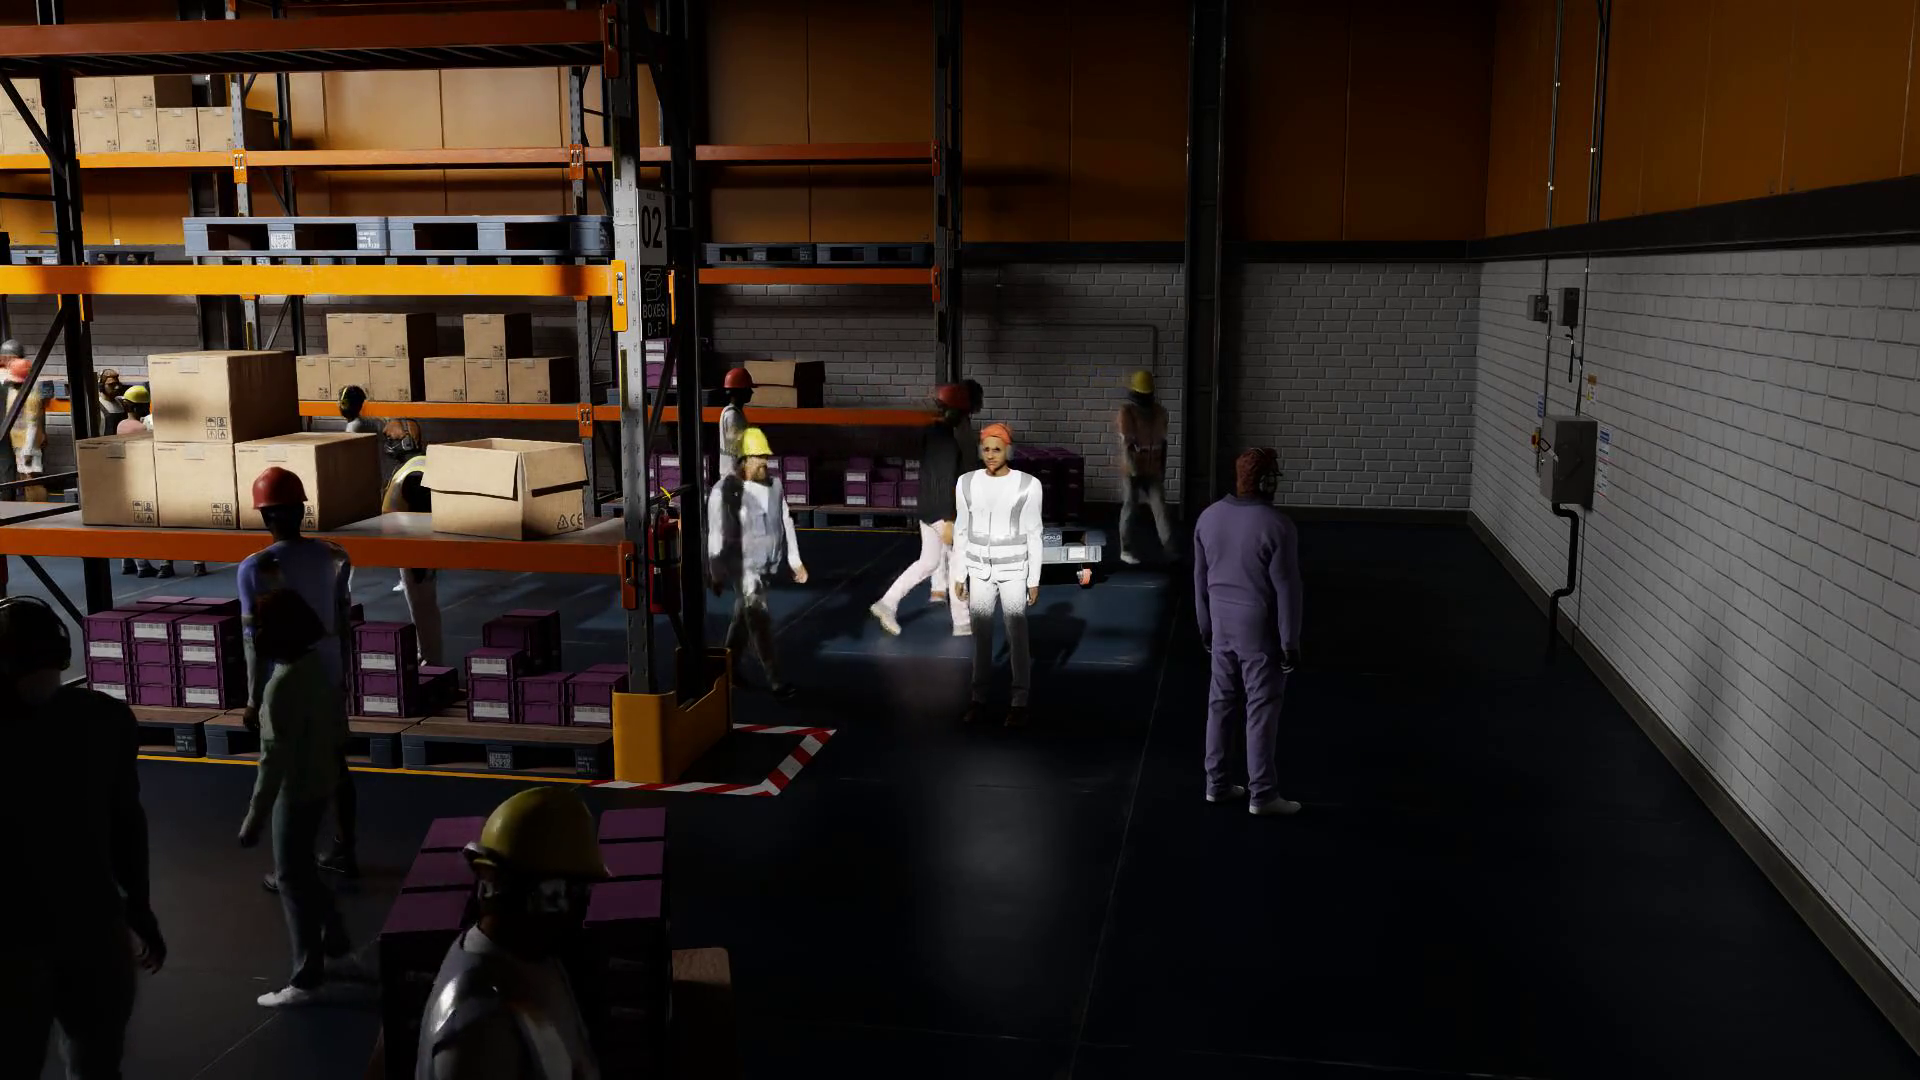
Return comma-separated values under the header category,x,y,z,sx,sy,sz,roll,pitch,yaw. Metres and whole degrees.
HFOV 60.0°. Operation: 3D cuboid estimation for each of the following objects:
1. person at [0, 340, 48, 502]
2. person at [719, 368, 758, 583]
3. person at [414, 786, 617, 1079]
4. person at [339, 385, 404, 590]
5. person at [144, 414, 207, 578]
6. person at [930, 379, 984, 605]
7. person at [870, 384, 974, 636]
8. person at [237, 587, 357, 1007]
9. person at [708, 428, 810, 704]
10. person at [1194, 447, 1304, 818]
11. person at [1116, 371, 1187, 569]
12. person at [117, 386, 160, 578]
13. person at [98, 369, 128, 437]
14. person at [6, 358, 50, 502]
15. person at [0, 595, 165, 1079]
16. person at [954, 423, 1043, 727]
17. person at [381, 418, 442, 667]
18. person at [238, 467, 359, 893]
category,x,y,z,sx,sy,sz,roll,pitch,yaw
person,-10.658,-1.256,18.880,0.689,2.000,0.538,1,9,5
person,-1.989,-0.583,15.020,0.359,1.939,0.543,-2,9,-12
person,-0.823,1.388,3.326,0.854,1.763,0.661,-2,9,-10
person,-5.176,-0.435,14.485,0.900,1.827,0.541,-1,9,-9
person,-7.159,-0.567,15.243,0.588,1.835,0.404,-3,10,-17
person,-0.007,-0.394,13.930,0.566,1.906,0.691,0,9,0
person,-0.232,-0.212,12.700,0.868,1.954,0.670,-3,10,-20
person,-2.536,0.978,6.313,0.329,1.620,0.523,-1,9,-4
person,-1.319,0.160,10.885,0.918,1.787,0.601,6,11,35
person,1.514,0.469,8.589,0.405,1.906,0.653,-8,12,-39
person,1.767,-0.642,15.594,0.590,1.865,0.989,-4,10,-25
person,-7.547,-0.539,15.317,0.523,1.759,0.351,7,11,37
person,-8.395,-0.772,16.476,0.327,1.844,0.514,3,9,15
person,-10.072,-1.016,17.917,0.660,1.884,0.368,8,12,42
person,-2.523,1.100,4.573,0.355,1.936,0.636,7,11,35
person,0.234,0.214,10.264,0.577,1.880,0.351,4,10,21
person,-3.663,0.095,11.146,0.428,1.836,0.625,-4,10,-21
person,-2.991,0.634,7.491,0.376,1.932,0.543,6,11,32
